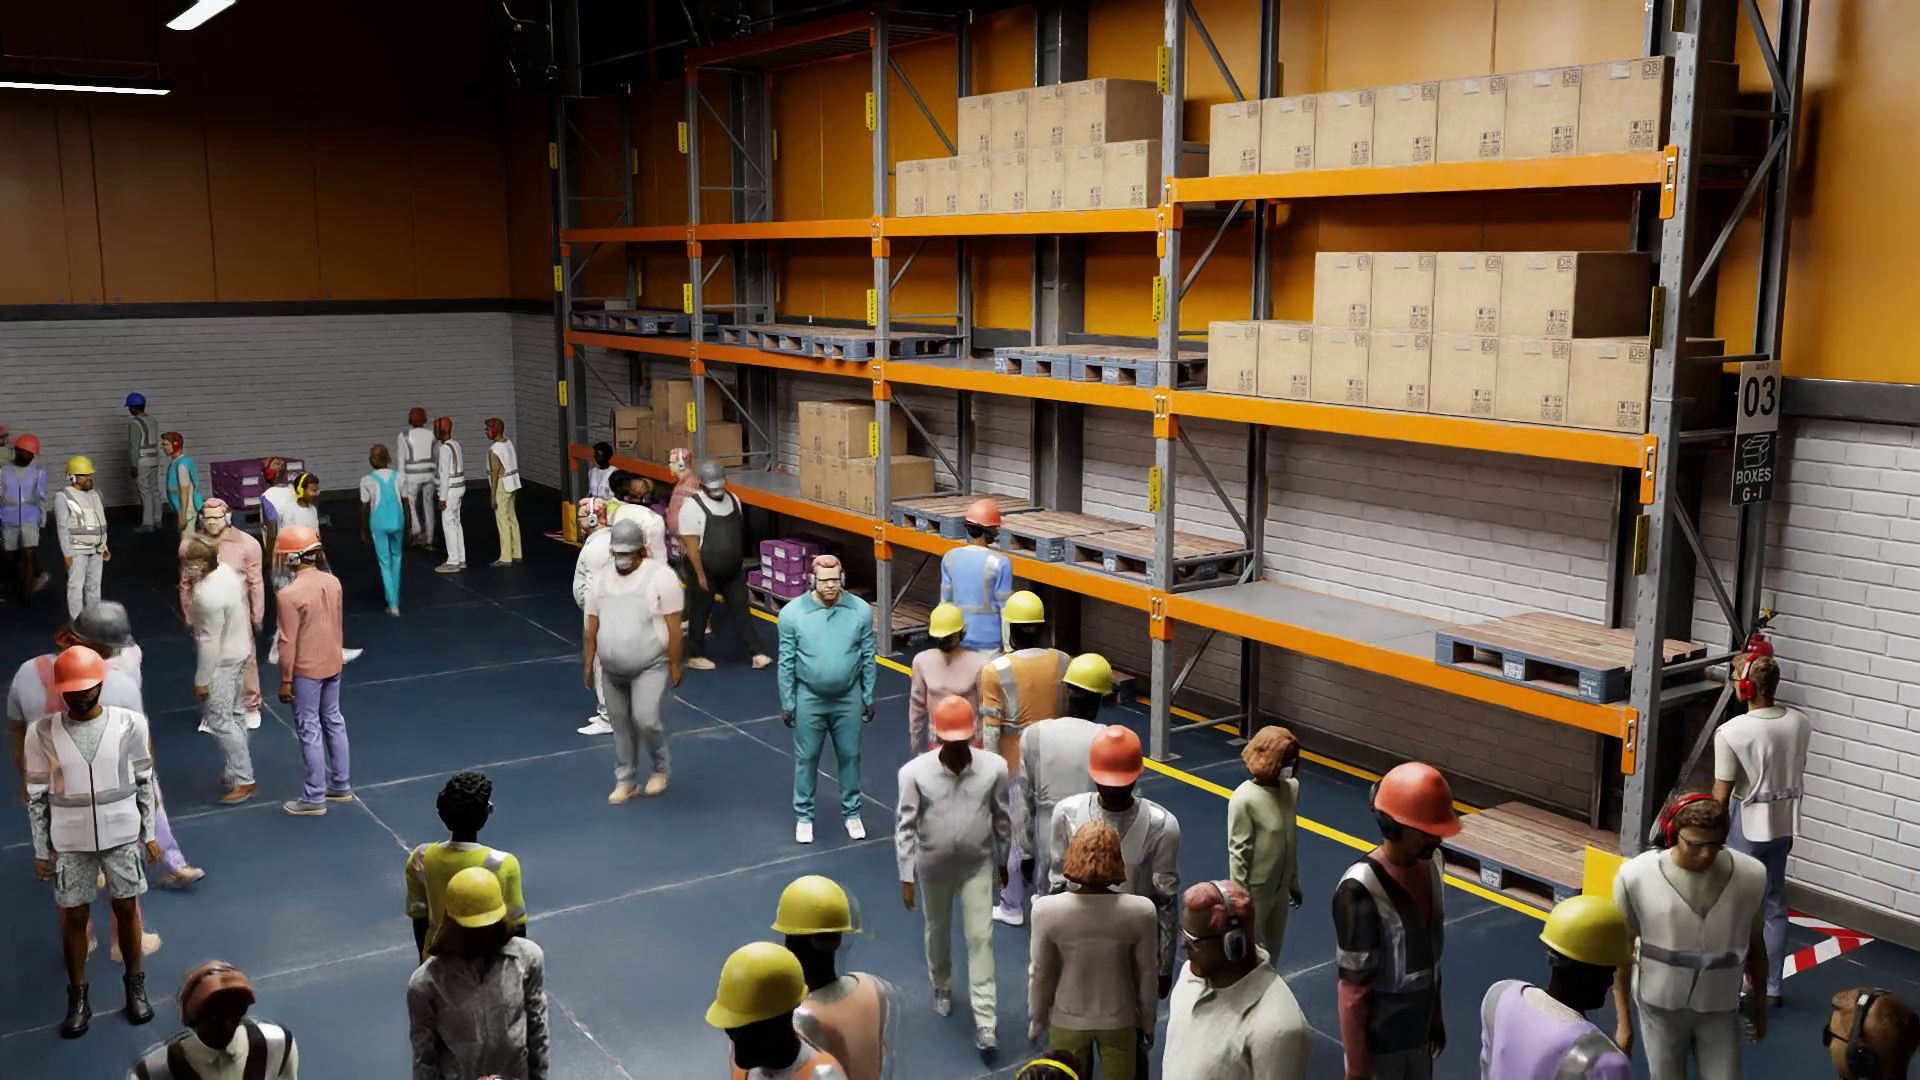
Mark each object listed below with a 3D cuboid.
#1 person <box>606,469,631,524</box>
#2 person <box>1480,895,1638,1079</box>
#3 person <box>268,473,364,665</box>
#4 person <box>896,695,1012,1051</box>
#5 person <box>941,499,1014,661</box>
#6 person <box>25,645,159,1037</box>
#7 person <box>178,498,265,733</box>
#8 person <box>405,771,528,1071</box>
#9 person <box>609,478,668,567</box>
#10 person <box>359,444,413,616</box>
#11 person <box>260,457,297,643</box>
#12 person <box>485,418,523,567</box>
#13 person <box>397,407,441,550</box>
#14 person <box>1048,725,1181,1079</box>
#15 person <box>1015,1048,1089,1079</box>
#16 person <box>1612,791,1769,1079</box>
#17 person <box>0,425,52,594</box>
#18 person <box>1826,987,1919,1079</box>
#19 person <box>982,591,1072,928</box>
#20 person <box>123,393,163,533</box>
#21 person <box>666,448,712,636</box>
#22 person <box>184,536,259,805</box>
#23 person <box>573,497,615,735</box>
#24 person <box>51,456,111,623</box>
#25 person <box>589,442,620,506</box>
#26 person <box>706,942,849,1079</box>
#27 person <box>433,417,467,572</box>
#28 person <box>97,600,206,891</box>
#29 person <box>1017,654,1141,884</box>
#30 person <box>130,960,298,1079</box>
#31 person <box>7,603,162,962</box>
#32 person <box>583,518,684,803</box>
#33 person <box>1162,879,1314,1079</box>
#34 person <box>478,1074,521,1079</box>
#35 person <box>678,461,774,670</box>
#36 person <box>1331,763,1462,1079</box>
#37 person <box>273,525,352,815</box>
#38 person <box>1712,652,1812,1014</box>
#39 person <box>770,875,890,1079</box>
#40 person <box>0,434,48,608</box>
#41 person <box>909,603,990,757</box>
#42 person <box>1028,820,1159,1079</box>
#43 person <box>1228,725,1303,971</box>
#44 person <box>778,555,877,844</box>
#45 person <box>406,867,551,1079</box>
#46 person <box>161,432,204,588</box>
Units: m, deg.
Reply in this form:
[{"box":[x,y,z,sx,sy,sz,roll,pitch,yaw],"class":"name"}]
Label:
[{"box":[-3.384,0.138,16.612,0.318,1.699,0.534,0,10,-1],"class":"person"},{"box":[1.817,1.998,5.072,0.394,1.913,0.591,-4,10,-22],"class":"person"},{"box":[-6.026,0.287,15.412,1.004,1.809,0.531,1,10,5],"class":"person"},{"box":[-0.023,1.588,8.069,0.589,1.703,0.876,-1,10,-5],"class":"person"},{"box":[0.153,0.715,12.212,0.610,2.042,0.396,7,12,34],"class":"person"},{"box":[-4.236,1.459,8.154,0.552,1.935,0.365,-5,11,-28],"class":"person"},{"box":[-5.900,0.604,13.313,0.643,1.900,0.398,-2,10,-9],"class":"person"},{"box":[-2.022,1.790,6.917,0.541,1.696,0.316,2,10,14],"class":"person"},{"box":[-2.867,0.356,14.959,0.644,1.833,0.434,6,11,31],"class":"person"},{"box":[-6.183,-0.127,17.824,0.523,1.807,0.886,-6,12,-33],"class":"person"},{"box":[-6.690,0.094,16.433,0.376,1.844,0.573,1,10,6],"class":"person"},{"box":[-5.620,-0.587,20.489,0.389,1.836,0.561,1,10,8],"class":"person"},{"box":[-6.999,-0.793,21.571,0.593,1.867,0.415,-7,12,-35],"class":"person"},{"box":[0.624,1.687,6.865,0.550,1.925,0.388,3,10,16],"class":"person"},{"box":[0.168,2.190,4.151,0.525,1.860,0.733,6,11,31],"class":"person"},{"box":[2.808,1.809,6.435,0.612,1.814,0.505,1,10,6],"class":"person"},{"box":[-10.739,-0.359,18.843,0.990,1.946,0.618,3,10,19],"class":"person"},{"box":[2.536,2.135,4.590,0.504,1.810,0.604,-9,13,-42],"class":"person"},{"box":[0.365,1.241,9.469,0.588,1.927,0.370,-6,11,-30],"class":"person"},{"box":[-11.292,-1.066,22.987,0.415,1.939,0.600,0,10,-1],"class":"person"},{"box":[-2.756,0.010,16.816,0.409,1.894,0.661,-2,10,-14],"class":"person"},{"box":[-5.169,0.889,11.660,0.362,1.895,0.703,-2,10,-12],"class":"person"},{"box":[-2.890,0.600,13.319,0.399,1.900,0.644,0,10,3],"class":"person"},{"box":[-8.716,0.075,16.584,0.403,1.835,0.586,2,10,13],"class":"person"},{"box":[-4.071,-0.296,19.192,0.536,1.691,0.319,6,11,32],"class":"person"},{"box":[-0.449,2.047,4.842,0.578,1.898,0.585,-6,11,-32],"class":"person"},{"box":[-6.188,-0.552,20.159,0.361,1.872,0.585,-1,10,-3],"class":"person"},{"box":[-4.959,1.240,9.859,0.916,1.794,0.565,4,10,20],"class":"person"},{"box":[0.624,1.480,8.197,0.585,1.885,0.780,6,11,30],"class":"person"},{"box":[-2.316,2.108,5.253,0.508,1.616,0.476,-9,13,-43],"class":"person"},{"box":[-4.683,1.271,8.960,0.717,2.000,0.536,0,10,-2],"class":"person"},{"box":[-2.289,0.834,11.524,0.703,2.000,0.535,4,10,21],"class":"person"},{"box":[0.816,1.981,5.229,0.402,1.896,0.652,-4,10,-21],"class":"person"},{"box":[-1.200,2.232,4.527,0.360,1.630,0.532,4,11,24],"class":"person"},{"box":[-2.184,0.217,15.143,0.714,2.000,0.904,-9,14,-44],"class":"person"},{"box":[1.591,1.778,6.036,0.410,2.028,0.617,9,13,44],"class":"person"},{"box":[-4.460,0.882,11.405,0.407,1.987,0.615,2,10,14],"class":"person"},{"box":[3.988,1.479,8.345,0.562,1.836,0.396,-3,10,-19],"class":"person"},{"box":[-0.415,1.984,5.158,0.485,1.902,0.605,6,11,30],"class":"person"},{"box":[-10.323,-0.235,18.264,0.588,1.883,0.842,-6,11,-31],"class":"person"},{"box":[-0.021,1.201,10.241,0.567,1.737,0.607,3,10,17],"class":"person"},{"box":[0.518,1.892,6.504,0.508,1.632,0.265,0,10,-1],"class":"person"},{"box":[1.440,1.665,7.841,0.289,1.632,0.497,9,13,44],"class":"person"},{"box":[-0.853,1.029,10.810,0.649,1.899,0.399,-2,10,-13],"class":"person"},{"box":[-1.655,1.961,5.810,0.485,1.732,0.332,-7,12,-34],"class":"person"},{"box":[-8.819,-0.322,18.933,0.386,1.834,0.561,-6,11,-32],"class":"person"}]
